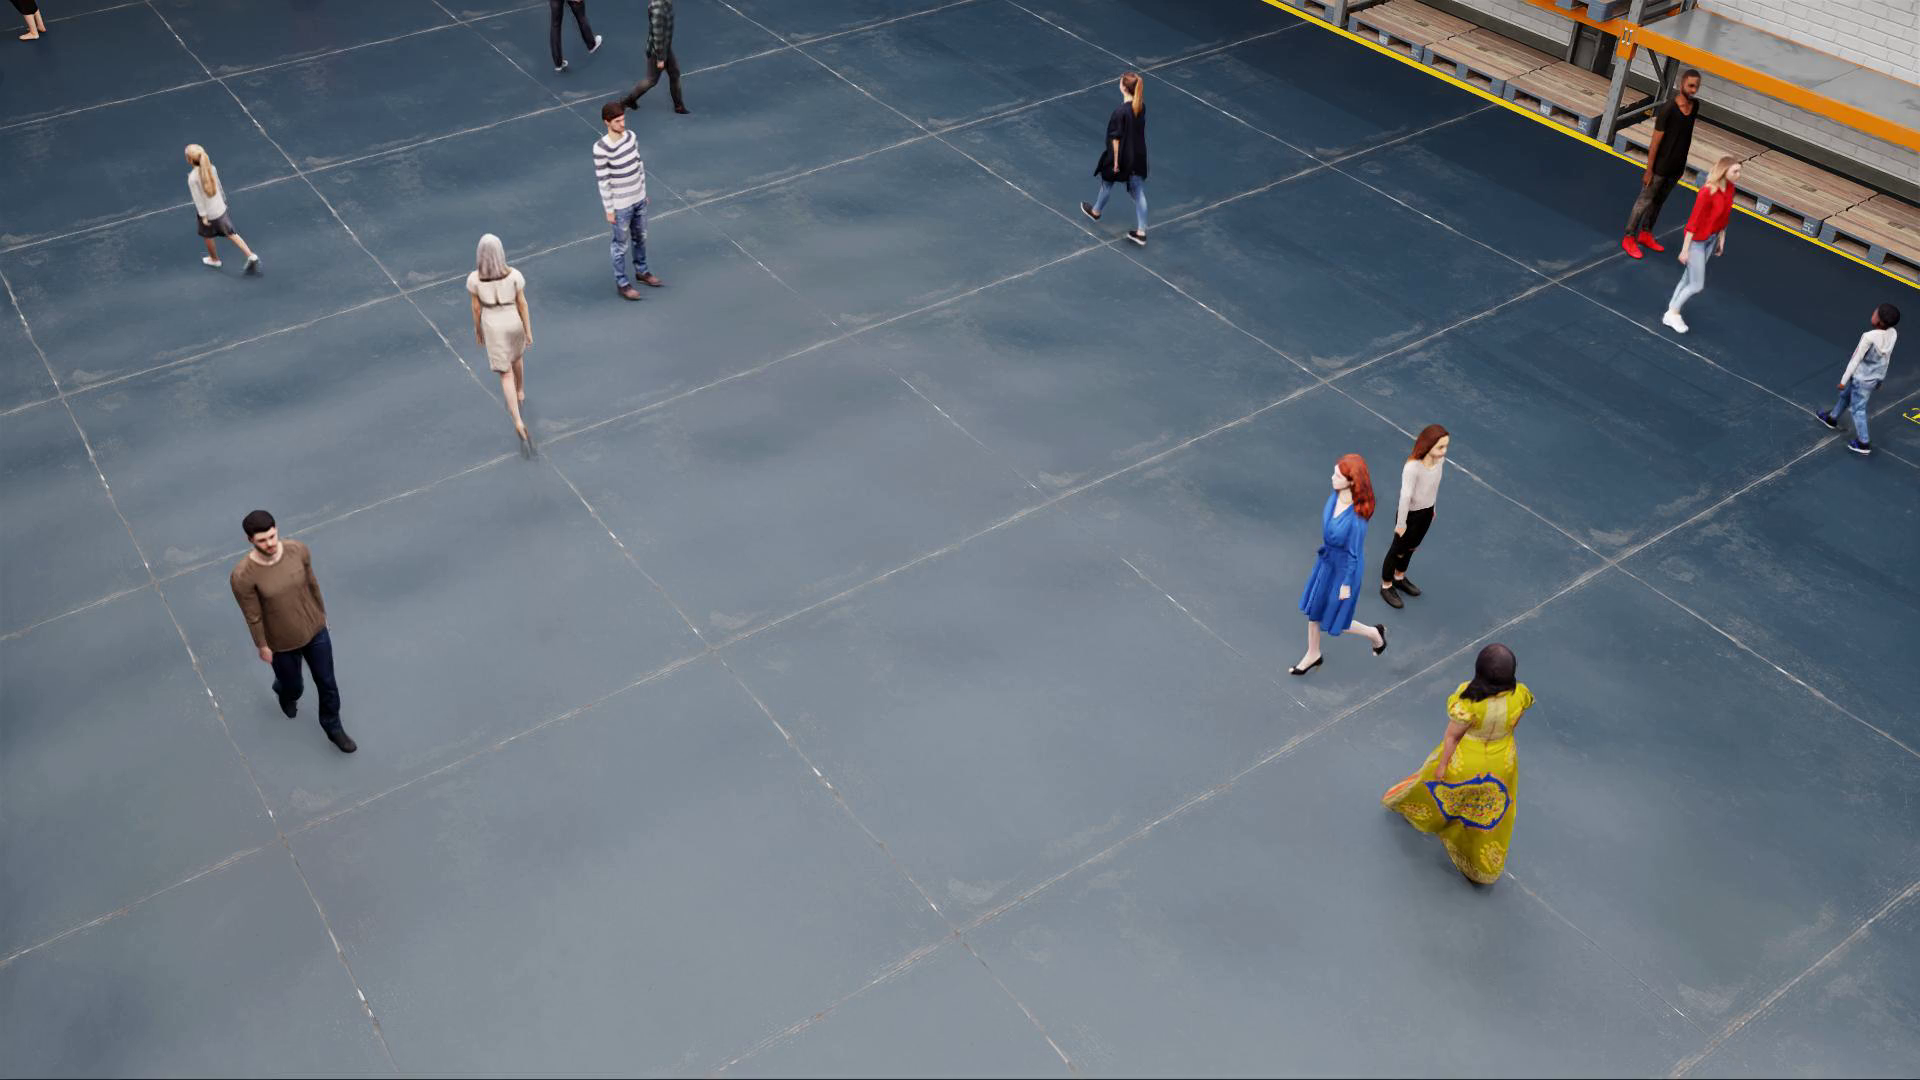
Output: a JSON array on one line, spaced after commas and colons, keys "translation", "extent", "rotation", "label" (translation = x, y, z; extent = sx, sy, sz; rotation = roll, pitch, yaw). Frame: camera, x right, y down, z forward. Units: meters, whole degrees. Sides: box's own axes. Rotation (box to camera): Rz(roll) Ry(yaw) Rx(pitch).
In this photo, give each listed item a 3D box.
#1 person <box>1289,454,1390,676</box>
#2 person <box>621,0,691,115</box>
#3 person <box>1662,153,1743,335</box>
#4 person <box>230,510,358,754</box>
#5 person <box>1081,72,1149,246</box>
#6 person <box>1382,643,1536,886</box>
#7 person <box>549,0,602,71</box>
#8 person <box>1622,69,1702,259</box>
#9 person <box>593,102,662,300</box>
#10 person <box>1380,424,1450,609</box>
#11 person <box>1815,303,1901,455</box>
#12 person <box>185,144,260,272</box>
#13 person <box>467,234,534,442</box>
[{"translation": [2.557, 0.215, 10.877], "extent": [0.877, 1.810, 0.936], "rotation": [-8, 39, -10], "label": "person"}, {"translation": [-3.375, -5.381, 18.172], "extent": [1.156, 1.662, 1.108], "rotation": [6, 39, 8], "label": "person"}, {"translation": [6.395, -2.616, 14.511], "extent": [0.622, 1.698, 0.551], "rotation": [-24, 44, -27], "label": "person"}, {"translation": [-4.212, 0.537, 10.425], "extent": [0.992, 1.872, 0.773], "rotation": [30, 48, 32], "label": "person"}, {"translation": [1.646, -3.568, 15.750], "extent": [0.661, 1.640, 1.062], "rotation": [-26, 46, -29], "label": "person"}, {"translation": [3.005, 1.336, 9.620], "extent": [1.049, 1.627, 1.213], "rotation": [-6, 39, -7], "label": "person"}, {"translation": [-4.575, -6.273, 19.004], "extent": [1.191, 1.806, 1.215], "rotation": [9, 39, 11], "label": "person"}, {"translation": [6.611, -3.543, 15.588], "extent": [0.668, 1.803, 0.552], "rotation": [-19, 42, -22], "label": "person"}, {"translation": [-3.024, -3.070, 14.958], "extent": [0.643, 1.851, 0.704], "rotation": [25, 45, 28], "label": "person"}, {"translation": [3.185, -0.198, 11.656], "extent": [0.561, 1.484, 0.487], "rotation": [-27, 46, -30], "label": "person"}, {"translation": [7.222, -1.274, 13.197], "extent": [0.626, 1.241, 0.912], "rotation": [-12, 40, -15], "label": "person"}, {"translation": [-6.890, -3.058, 15.417], "extent": [0.935, 1.259, 0.768], "rotation": [16, 41, 20], "label": "person"}, {"translation": [-3.608, -1.571, 13.203], "extent": [0.868, 1.698, 1.205], "rotation": [-10, 40, -13], "label": "person"}]
